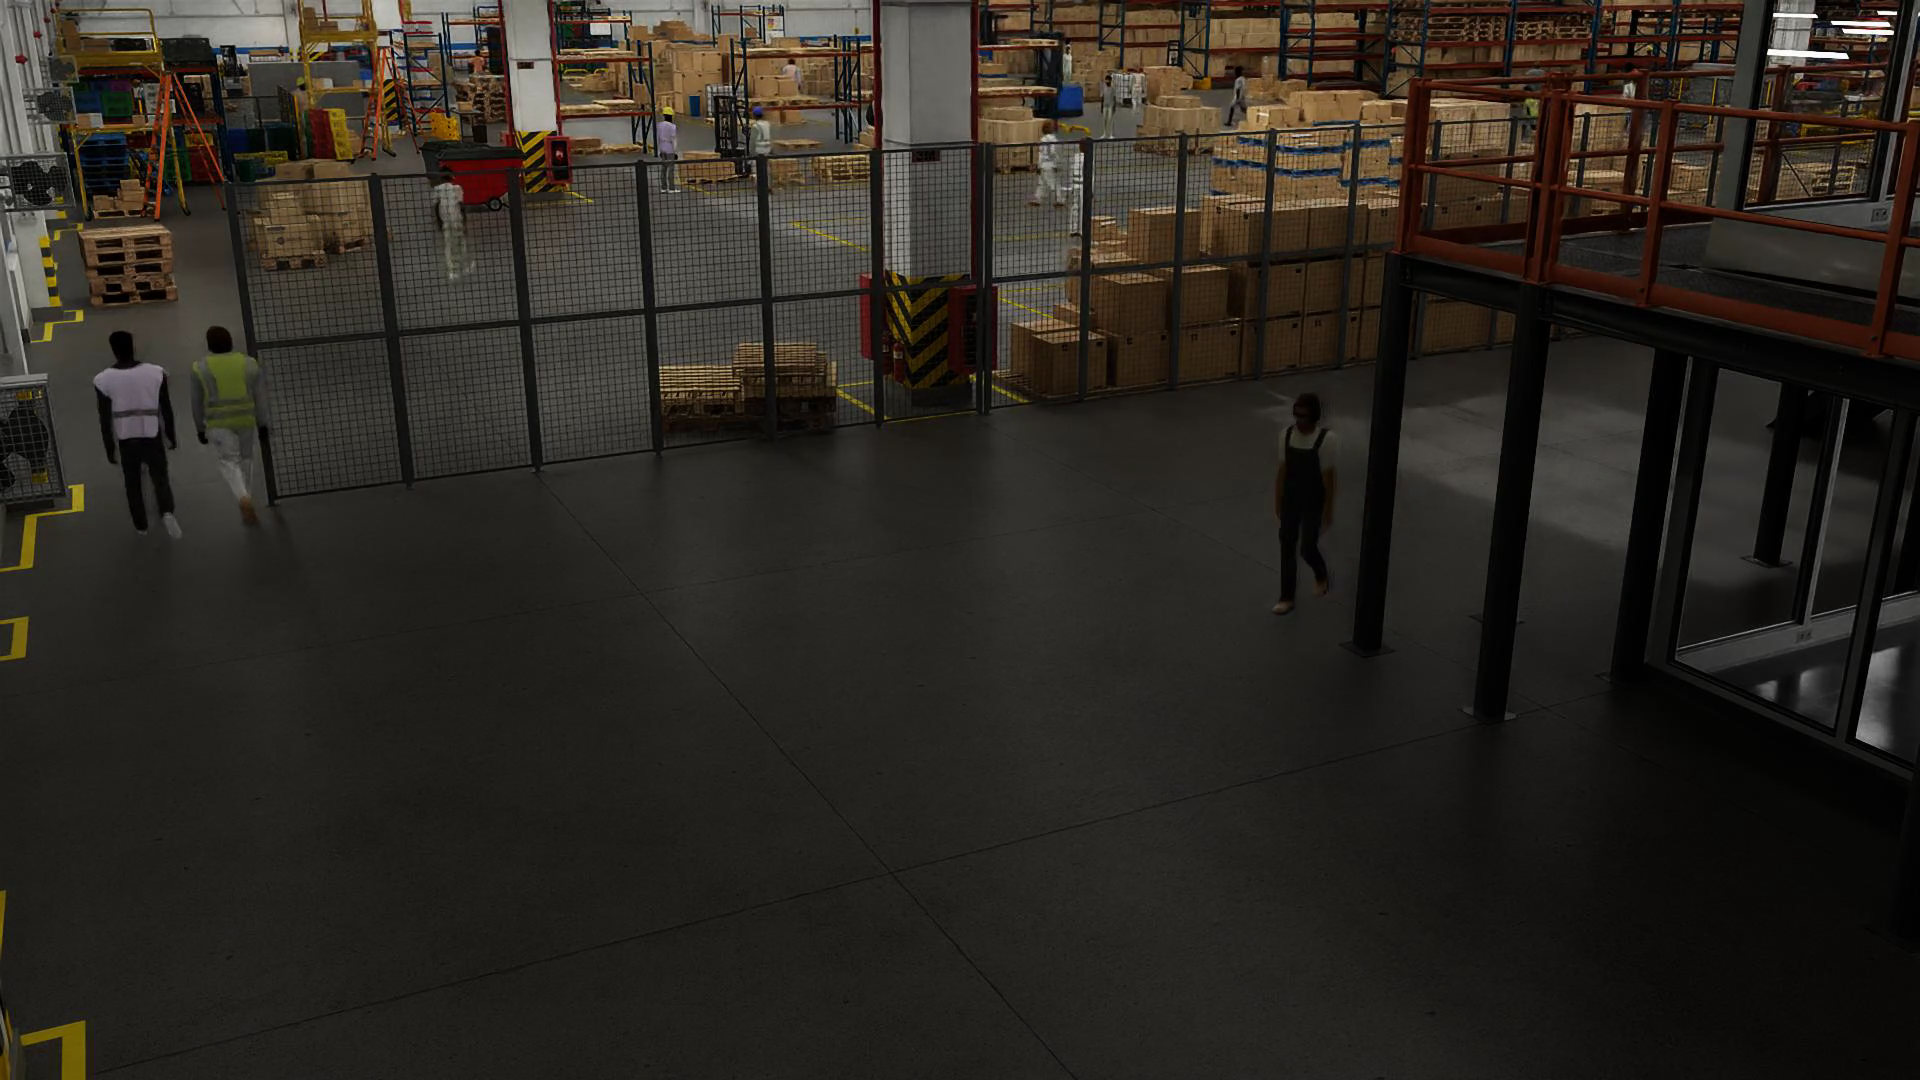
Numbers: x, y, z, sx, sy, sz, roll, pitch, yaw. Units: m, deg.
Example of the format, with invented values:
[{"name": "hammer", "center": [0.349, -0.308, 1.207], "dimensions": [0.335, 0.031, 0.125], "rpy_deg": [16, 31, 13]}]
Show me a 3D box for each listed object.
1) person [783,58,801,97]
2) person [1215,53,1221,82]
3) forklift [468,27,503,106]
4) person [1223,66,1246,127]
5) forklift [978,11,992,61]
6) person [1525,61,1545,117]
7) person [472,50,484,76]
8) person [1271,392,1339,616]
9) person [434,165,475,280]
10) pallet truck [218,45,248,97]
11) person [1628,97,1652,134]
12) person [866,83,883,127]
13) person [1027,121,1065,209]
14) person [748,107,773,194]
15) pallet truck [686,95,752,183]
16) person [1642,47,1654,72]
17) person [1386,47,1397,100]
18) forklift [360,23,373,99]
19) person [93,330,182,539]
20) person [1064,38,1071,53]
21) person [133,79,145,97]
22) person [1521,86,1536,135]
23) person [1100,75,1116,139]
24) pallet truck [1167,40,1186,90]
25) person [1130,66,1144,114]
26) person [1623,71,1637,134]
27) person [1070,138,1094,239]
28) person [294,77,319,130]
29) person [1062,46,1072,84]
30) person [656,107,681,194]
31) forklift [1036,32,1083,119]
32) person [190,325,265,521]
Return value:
[{"name": "person", "center": [-6.020, -16.412, 59.846], "dimensions": [0.643, 1.820, 0.662], "rpy_deg": [1, 19, 3]}, {"name": "person", "center": [11.463, -21.537, 74.522], "dimensions": [0.543, 1.939, 0.361], "rpy_deg": [16, 24, 38]}, {"name": "forklift", "center": [-17.087, -17.398, 61.104], "dimensions": [1.873, 2.768, 1.129], "rpy_deg": [-9, 21, -25]}, {"name": "person", "center": [8.993, -14.203, 53.289], "dimensions": [0.971, 1.928, 0.606], "rpy_deg": [13, 23, 33]}, {"name": "forklift", "center": [1.263, -25.154, 83.586], "dimensions": [1.873, 2.768, 1.129], "rpy_deg": [-9, 21, -25]}, {"name": "person", "center": [19.251, -15.055, 55.734], "dimensions": [0.628, 1.940, 0.373], "rpy_deg": [6, 20, 16]}, {"name": "person", "center": [-19.974, -19.473, 68.966], "dimensions": [0.531, 1.656, 0.860], "rpy_deg": [-1, 19, -3]}, {"name": "person", "center": [2.733, -0.299, 13.126], "dimensions": [0.529, 1.827, 0.508], "rpy_deg": [15, 24, 37]}, {"name": "person", "center": [-8.378, -5.274, 27.557], "dimensions": [0.543, 1.819, 0.946], "rpy_deg": [-1, 19, -3]}, {"name": "pallet truck", "center": [-28.879, -18.665, 66.111], "dimensions": [0.823, 1.965, 1.885], "rpy_deg": [-3, 19, -9]}, {"name": "person", "center": [16.800, -9.939, 40.964], "dimensions": [0.551, 1.904, 0.799], "rpy_deg": [-7, 20, -20]}, {"name": "person", "center": [-2.222, -11.100, 44.116], "dimensions": [0.536, 2.000, 0.673], "rpy_deg": [-1, 19, -3]}, {"name": "person", "center": [1.870, -7.989, 35.409], "dimensions": [0.963, 1.841, 0.587], "rpy_deg": [11, 22, 28]}, {"name": "person", "center": [-4.619, -8.840, 37.741], "dimensions": [0.843, 1.913, 0.651], "rpy_deg": [10, 21, 26]}, {"name": "pallet truck", "center": [-5.836, -9.608, 39.856], "dimensions": [0.823, 1.965, 1.885], "rpy_deg": [10, 22, 27]}, {"name": "person", "center": [28.645, -19.655, 69.330], "dimensions": [0.314, 1.767, 0.534], "rpy_deg": [-11, 22, -28]}, {"name": "person", "center": [16.632, -17.943, 64.029], "dimensions": [0.392, 1.990, 0.612], "rpy_deg": [4, 20, 12]}, {"name": "forklift", "center": [-22.870, -18.762, 65.057], "dimensions": [1.873, 2.768, 1.129], "rpy_deg": [-10, 22, -28]}, {"name": "person", "center": [-7.304, -0.901, 14.807], "dimensions": [0.605, 1.882, 0.755], "rpy_deg": [-9, 21, -24]}, {"name": "person", "center": [5.111, -22.960, 79.012], "dimensions": [0.322, 1.697, 0.535], "rpy_deg": [7, 20, 19]}, {"name": "person", "center": [-25.356, -13.406, 51.421], "dimensions": [0.524, 1.632, 0.323], "rpy_deg": [7, 20, 18]}, {"name": "person", "center": [16.478, -12.319, 48.253], "dimensions": [0.735, 1.644, 0.544], "rpy_deg": [11, 22, 28]}, {"name": "person", "center": [4.437, -12.942, 49.739], "dimensions": [0.503, 1.861, 0.331], "rpy_deg": [14, 24, 35]}, {"name": "pallet truck", "center": [9.045, -19.971, 69.895], "dimensions": [0.823, 1.965, 1.885], "rpy_deg": [-3, 19, -8]}, {"name": "person", "center": [6.189, -15.708, 58.081], "dimensions": [0.522, 1.638, 0.309], "rpy_deg": [-5, 20, -14]}, {"name": "person", "center": [20.136, -13.029, 49.804], "dimensions": [0.622, 1.999, 1.072], "rpy_deg": [4, 19, 12]}, {"name": "person", "center": [2.305, -6.636, 31.432], "dimensions": [0.354, 1.876, 0.574], "rpy_deg": [-16, 25, -39]}, {"name": "person", "center": [-18.870, -12.407, 48.127], "dimensions": [0.624, 1.886, 0.763], "rpy_deg": [-9, 21, -25]}, {"name": "person", "center": [4.268, -18.567, 65.939], "dimensions": [0.424, 1.933, 0.669], "rpy_deg": [15, 24, 36]}, {"name": "person", "center": [-6.614, -8.850, 37.781], "dimensions": [0.586, 1.921, 0.394], "rpy_deg": [14, 23, 34]}, {"name": "forklift", "center": [3.153, -15.708, 56.205], "dimensions": [1.873, 2.768, 1.129], "rpy_deg": [-9, 21, -25]}, {"name": "person", "center": [-6.774, -1.094, 15.475], "dimensions": [0.632, 1.815, 0.898], "rpy_deg": [-16, 24, -38]}]
